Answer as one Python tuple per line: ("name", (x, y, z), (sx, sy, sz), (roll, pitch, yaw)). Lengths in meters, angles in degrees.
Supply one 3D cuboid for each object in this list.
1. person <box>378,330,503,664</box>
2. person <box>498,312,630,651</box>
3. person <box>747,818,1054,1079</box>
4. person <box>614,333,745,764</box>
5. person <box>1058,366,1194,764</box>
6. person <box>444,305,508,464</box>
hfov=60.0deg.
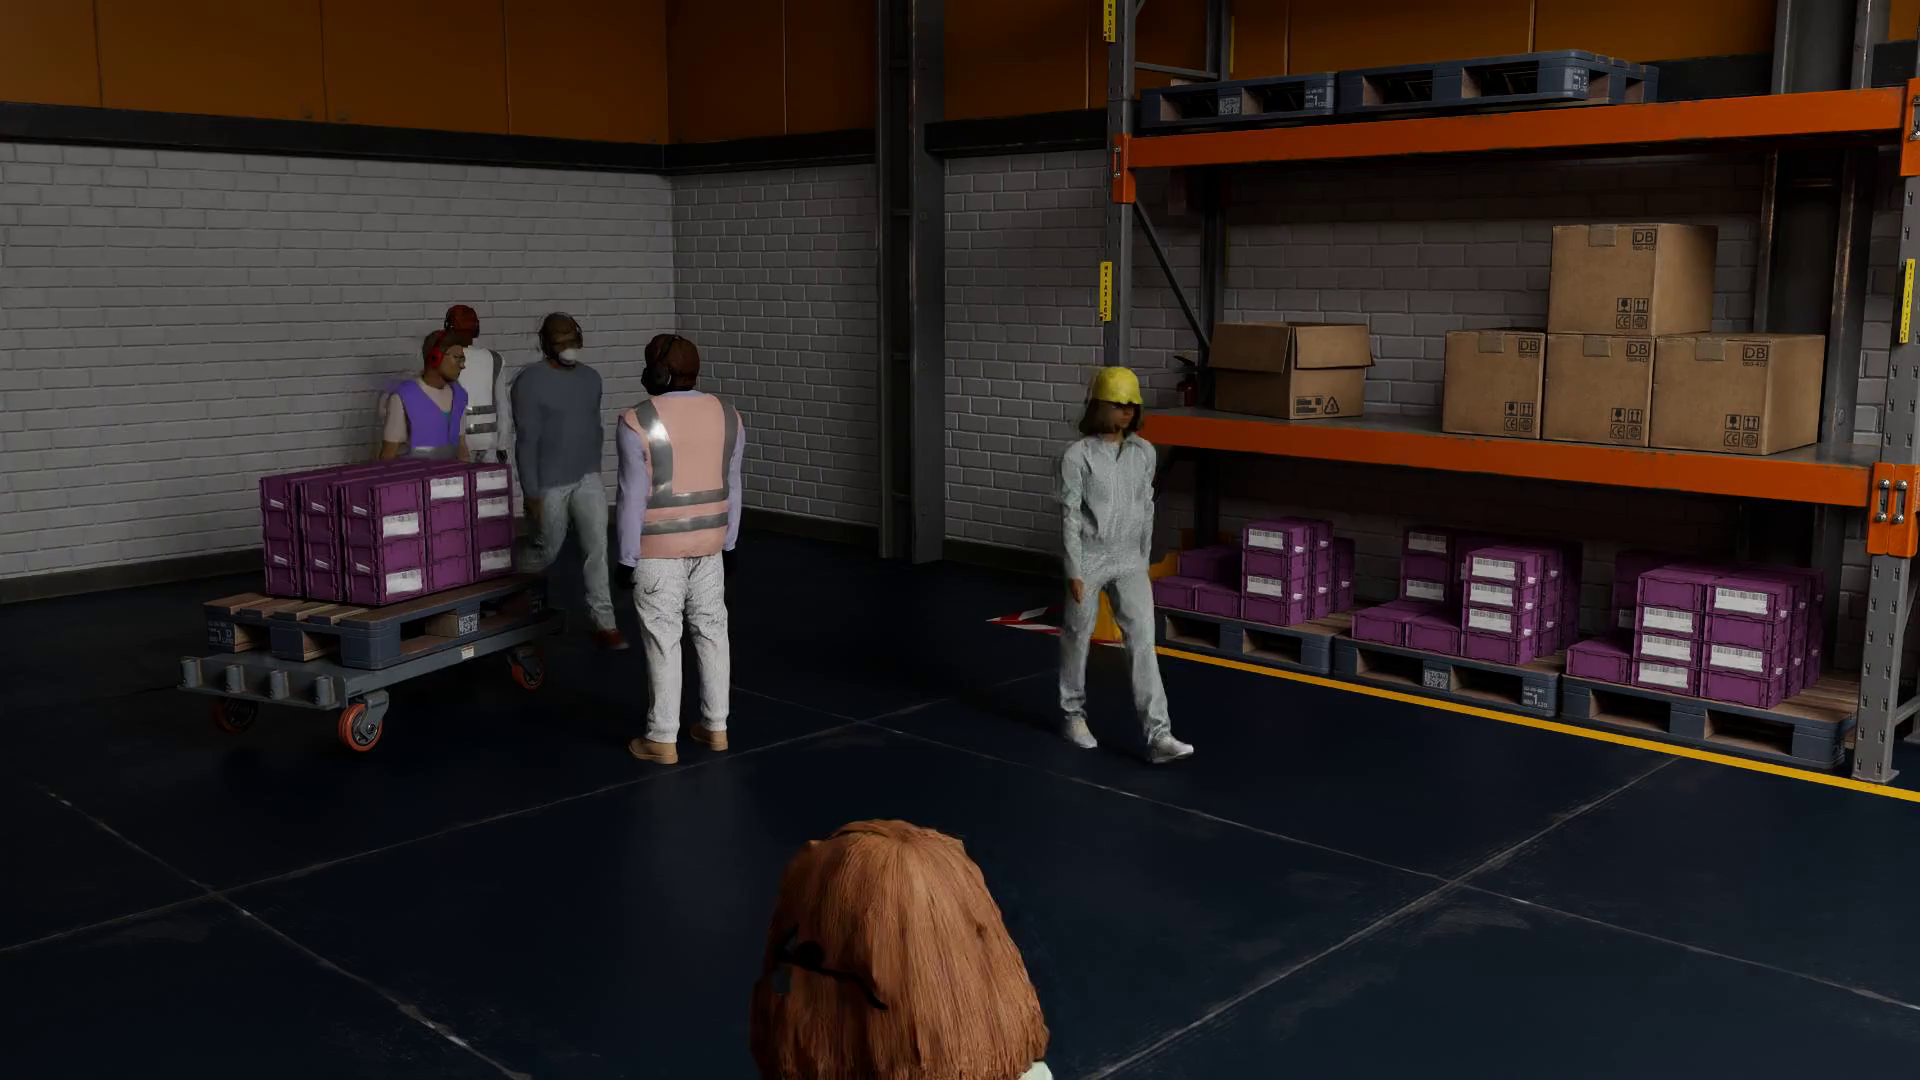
("person", (-2.856, -0.223, 8.944), (0.971, 1.790, 0.600), (3, 10, 16))
("person", (-2.303, -0.338, 9.371), (0.938, 1.901, 0.647), (6, 11, 34))
("person", (-0.052, 1.058, 1.618), (0.378, 1.622, 0.505), (6, 11, 32))
("person", (-1.227, 0.036, 7.192), (0.633, 1.846, 0.429), (-9, 13, -43))
("person", (0.671, 0.117, 7.108), (0.510, 1.695, 0.876), (-4, 10, -25))
("person", (-3.280, -0.625, 11.122), (0.346, 1.882, 0.578), (8, 12, 42))
